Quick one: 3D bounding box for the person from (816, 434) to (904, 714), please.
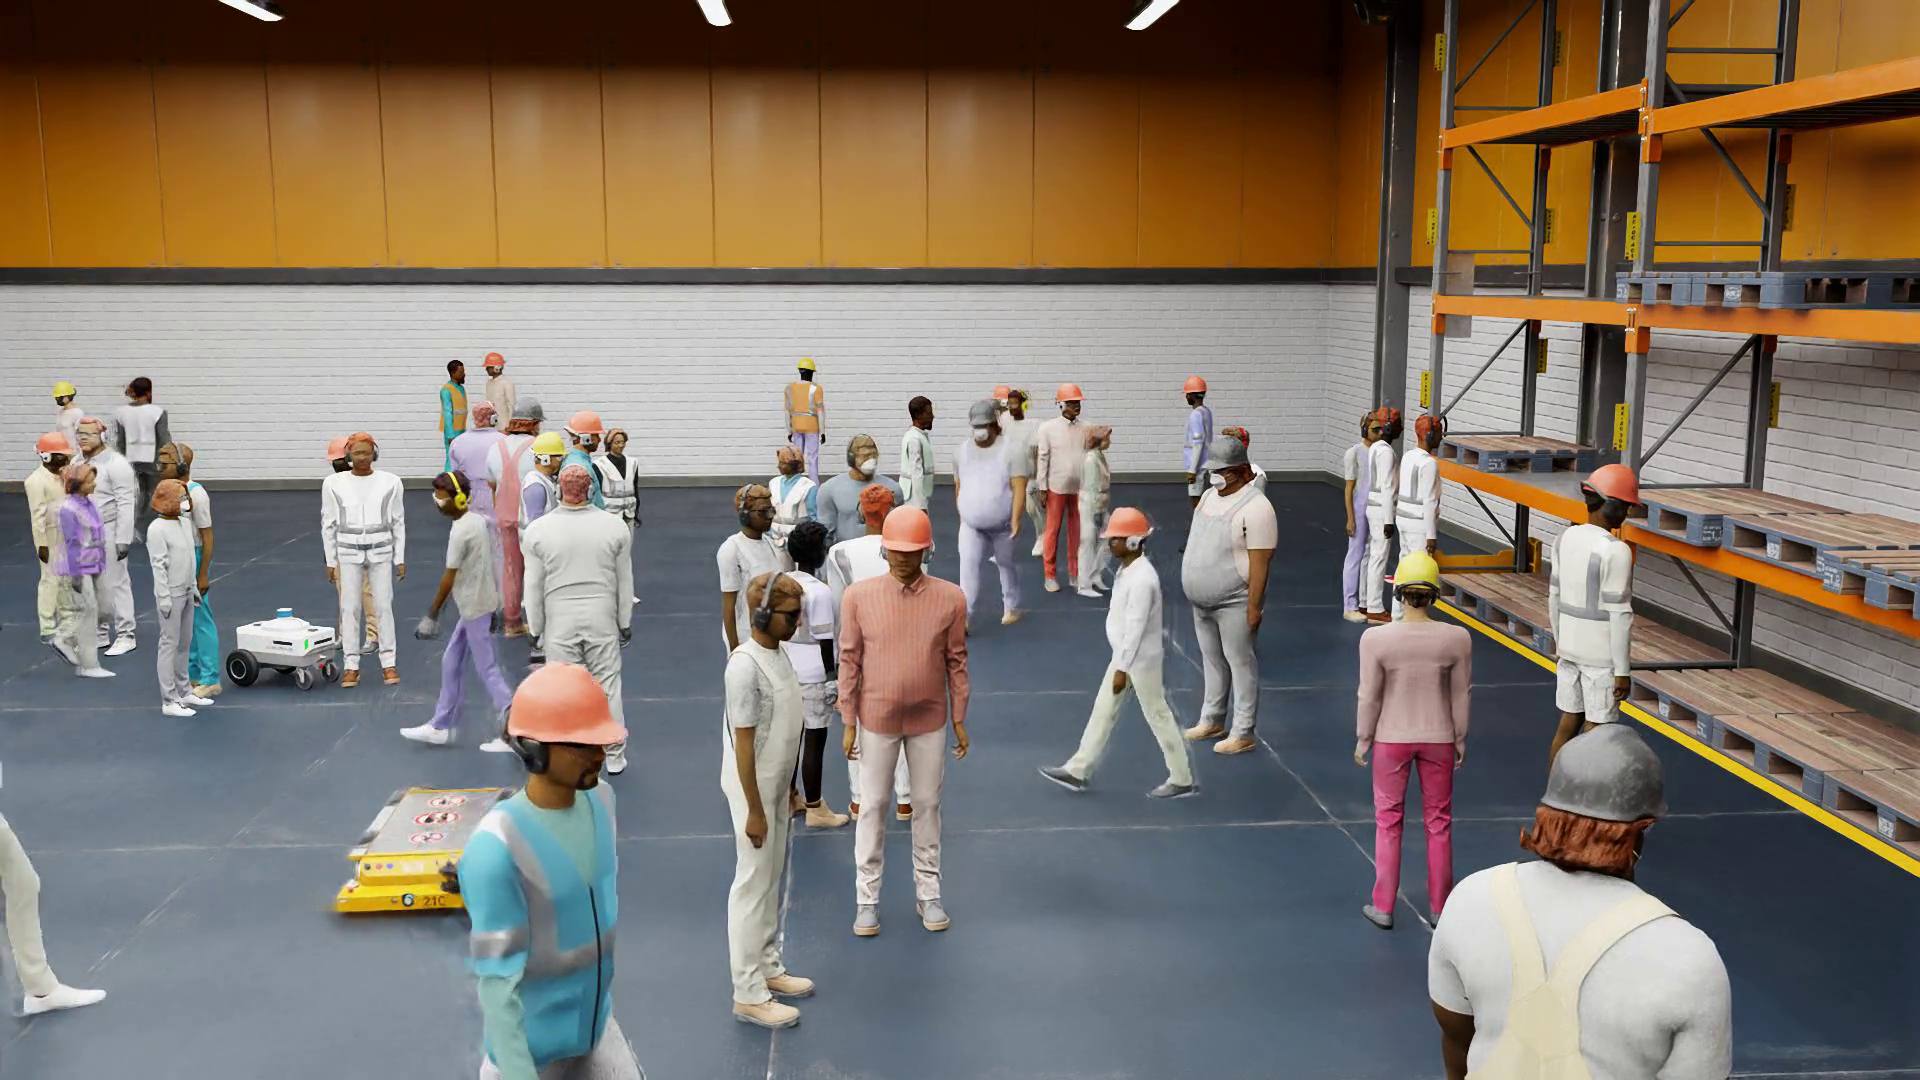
[{"bbox_3d":[-0.681,0.231,11.531,0.631,1.940,0.372,-3,10,-21],"label":"person"}]

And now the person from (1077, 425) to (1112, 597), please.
[{"bbox_3d":[1.282,-0.260,15.605,0.394,1.628,0.535,3,10,20],"label":"person"}]

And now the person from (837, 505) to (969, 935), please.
[{"bbox_3d":[-0.257,0.822,7.646,0.609,1.993,0.386,-1,9,-9],"label":"person"}]

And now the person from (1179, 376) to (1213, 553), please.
[{"bbox_3d":[2.561,-0.817,18.120,0.364,1.933,0.552,3,10,19],"label":"person"}]

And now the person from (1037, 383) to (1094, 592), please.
[{"bbox_3d":[1.029,-0.507,15.981,0.612,1.997,0.376,-4,10,-23],"label":"person"}]

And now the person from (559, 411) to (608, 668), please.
[{"bbox_3d":[-2.903,-0.008,12.882,0.406,1.987,0.615,-4,10,-23],"label":"person"}]

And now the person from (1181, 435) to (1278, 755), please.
[{"bbox_3d":[1.672,0.328,10.597,0.535,2.000,0.680,-5,10,-27],"label":"person"}]

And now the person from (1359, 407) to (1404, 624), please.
[{"bbox_3d":[3.672,-0.216,14.501,0.337,1.882,0.585,0,9,0],"label":"person"}]

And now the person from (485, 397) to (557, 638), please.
[{"bbox_3d":[-3.558,-0.184,13.815,0.683,2.000,0.535,4,10,23],"label":"person"}]

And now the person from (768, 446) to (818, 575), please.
[{"bbox_3d":[-1.364,0.045,13.643,0.514,1.636,0.315,6,11,34],"label":"person"}]

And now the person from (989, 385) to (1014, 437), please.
[{"bbox_3d":[0.501,-0.920,19.336,0.326,1.751,0.559,0,9,-1],"label":"person"}]

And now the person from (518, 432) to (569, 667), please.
[{"bbox_3d":[-3.201,0.075,12.894,0.406,1.824,0.590,0,9,-2],"label":"person"}]

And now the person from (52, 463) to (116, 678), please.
[{"bbox_3d":[-6.620,0.236,12.493,0.434,1.629,0.520,0,9,-3],"label":"person"}]

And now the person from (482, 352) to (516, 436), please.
[{"bbox_3d":[-6.224,-1.538,22.473,0.612,1.990,0.392,9,12,43],"label":"person"}]

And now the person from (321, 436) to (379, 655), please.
[{"bbox_3d":[-4.870,0.044,13.277,0.567,1.750,0.341,4,10,22],"label":"person"}]

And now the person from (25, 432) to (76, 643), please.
[{"bbox_3d":[-7.427,-0.022,13.719,0.345,1.746,0.570,0,9,1],"label":"person"}]

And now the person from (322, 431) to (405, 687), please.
[{"bbox_3d":[-4.384,0.141,12.267,0.576,1.884,0.355,-3,10,-20],"label":"person"}]

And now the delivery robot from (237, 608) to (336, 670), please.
[{"bbox_3d":[-4.986,0.749,12.312,0.707,0.478,0.477,4,10,21],"label":"delivery robot"}]

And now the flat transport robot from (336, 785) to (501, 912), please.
[{"bbox_3d":[-2.681,1.542,8.515,0.652,0.197,1.431,-1,9,-7],"label":"flat transport robot"}]

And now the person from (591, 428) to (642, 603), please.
[{"bbox_3d":[-3.141,-0.209,15.222,0.313,1.639,0.517,8,12,42],"label":"person"}]

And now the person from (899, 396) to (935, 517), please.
[{"bbox_3d":[-0.390,-0.372,15.376,0.391,1.920,0.593,0,9,-3],"label":"person"}]

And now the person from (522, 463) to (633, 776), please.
[{"bbox_3d":[-2.288,0.491,9.997,0.642,1.909,0.399,-3,10,-19],"label":"person"}]

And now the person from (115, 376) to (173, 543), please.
[{"bbox_3d":[-9.057,-0.870,18.556,0.593,1.904,0.443,2,9,12],"label":"person"}]

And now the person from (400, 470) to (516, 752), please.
[{"bbox_3d":[-3.165,0.467,10.405,0.893,1.823,0.519,-1,9,-8],"label":"person"}]

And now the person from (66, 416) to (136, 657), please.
[{"bbox_3d":[-6.877,-0.031,13.259,0.648,1.912,0.409,4,10,23],"label":"person"}]

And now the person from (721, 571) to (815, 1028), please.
[{"bbox_3d":[-0.785,1.035,6.782,0.350,1.843,0.506,2,9,11],"label":"person"}]

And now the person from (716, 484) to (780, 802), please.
[{"bbox_3d":[-1.179,0.594,9.538,0.344,1.847,0.504,4,10,23],"label":"person"}]

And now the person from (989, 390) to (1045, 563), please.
[{"bbox_3d":[0.679,-0.693,17.707,0.537,1.830,0.964,6,11,34],"label":"person"}]

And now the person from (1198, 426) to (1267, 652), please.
[{"bbox_3d":[2.187,0.020,13.138,0.389,1.847,0.563,-5,11,-31],"label":"person"}]

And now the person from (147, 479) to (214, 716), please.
[{"bbox_3d":[-5.402,0.389,11.490,0.284,1.633,0.497,0,9,-1],"label":"person"}]

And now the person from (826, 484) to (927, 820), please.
[{"bbox_3d":[-0.445,0.625,9.220,0.573,1.887,0.356,0,9,3],"label":"person"}]

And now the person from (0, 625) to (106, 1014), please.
[{"bbox_3d":[-3.990,1.075,6.573,0.889,1.840,0.526,-5,10,-28],"label":"person"}]

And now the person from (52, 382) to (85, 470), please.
[{"bbox_3d":[-10.665,-1.018,19.947,0.524,1.761,0.339,6,11,33],"label":"person"}]

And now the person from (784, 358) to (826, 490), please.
[{"bbox_3d":[-2.070,-1.488,22.388,0.584,1.918,0.381,4,10,21],"label":"person"}]

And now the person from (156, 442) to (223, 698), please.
[{"bbox_3d":[-5.535,0.220,11.890,0.519,1.844,0.331,6,11,35],"label":"person"}]

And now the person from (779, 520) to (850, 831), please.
[{"bbox_3d":[-0.827,0.735,9.119,0.315,1.696,0.540,-6,11,-35],"label":"person"}]

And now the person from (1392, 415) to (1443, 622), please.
[{"bbox_3d":[3.802,-0.096,13.796,0.355,1.876,0.573,-1,9,-6],"label":"person"}]

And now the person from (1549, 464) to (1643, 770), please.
[{"bbox_3d":[3.404,0.605,8.882,0.388,2.031,0.616,-2,9,-13],"label":"person"}]

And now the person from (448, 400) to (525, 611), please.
[{"bbox_3d":[-4.242,-0.305,14.990,0.641,1.910,0.401,1,9,8],"label":"person"}]

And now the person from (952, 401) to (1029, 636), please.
[{"bbox_3d":[0.251,-0.231,14.109,0.685,2.000,1.052,2,9,14],"label":"person"}]

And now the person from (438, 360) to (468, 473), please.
[{"bbox_3d":[-6.649,-1.412,21.907,0.394,1.920,0.587,1,9,3],"label":"person"}]

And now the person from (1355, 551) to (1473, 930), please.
[{"bbox_3d":[2.087,0.928,7.688,0.524,1.769,0.316,0,9,3],"label":"person"}]

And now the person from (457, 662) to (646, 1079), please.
[{"bbox_3d":[-0.969,1.326,4.448,0.983,2.000,0.636,4,10,24],"label":"person"}]

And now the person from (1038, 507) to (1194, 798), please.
[{"bbox_3d":[0.937,0.660,9.572,0.923,1.699,0.585,-1,9,-7],"label":"person"}]

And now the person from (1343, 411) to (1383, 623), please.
[{"bbox_3d":[3.572,-0.204,14.552,0.506,1.846,0.345,-6,11,-34],"label":"person"}]
